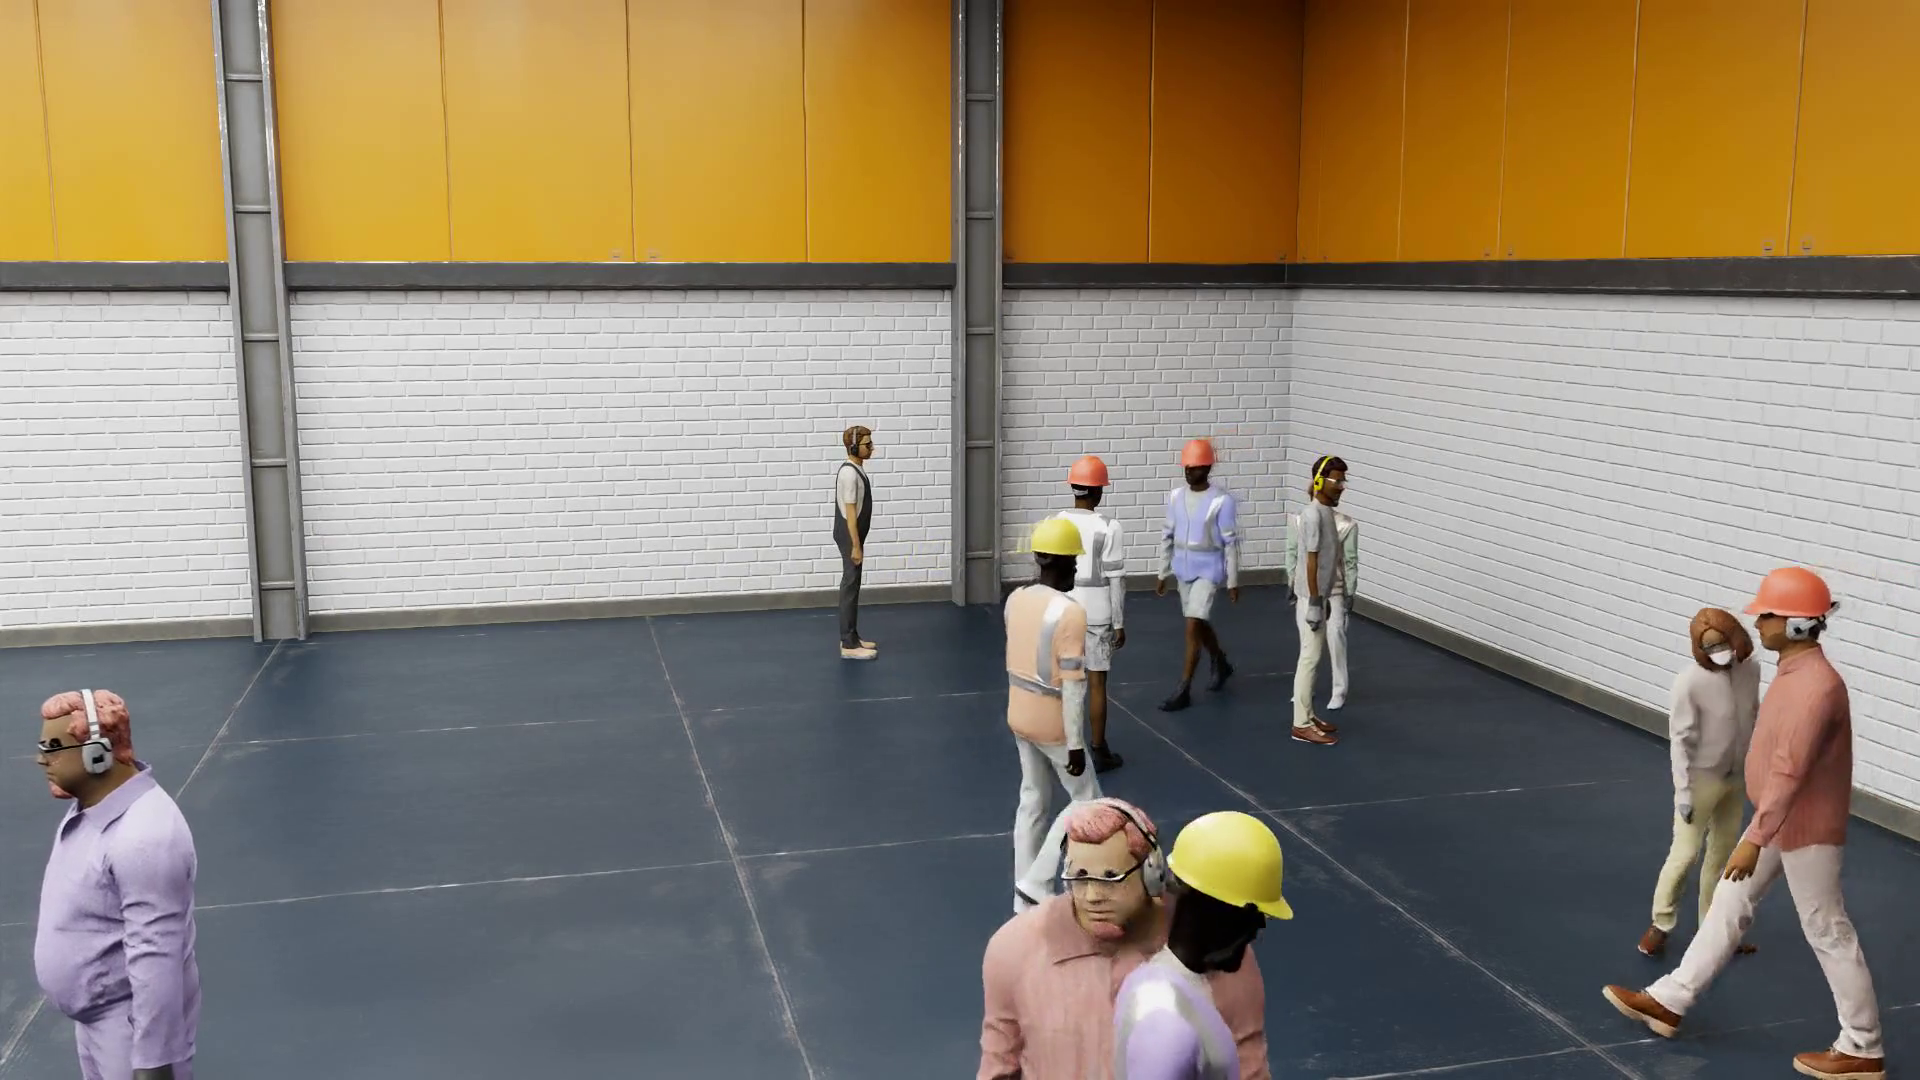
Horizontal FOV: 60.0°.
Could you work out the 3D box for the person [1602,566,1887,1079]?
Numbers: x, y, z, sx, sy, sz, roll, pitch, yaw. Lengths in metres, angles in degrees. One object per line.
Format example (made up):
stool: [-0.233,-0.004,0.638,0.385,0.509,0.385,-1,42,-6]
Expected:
person: [3.052,1.065,6.296,1.019,1.938,0.612,2,9,15]

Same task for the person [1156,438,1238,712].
person: [1.722,0.211,11.786,0.568,1.904,0.958,8,12,43]

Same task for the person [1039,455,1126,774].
person: [0.764,0.450,10.155,0.551,1.934,0.372,5,10,28]

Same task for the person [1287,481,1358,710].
person: [2.536,0.362,11.651,0.520,1.633,0.314,7,11,36]

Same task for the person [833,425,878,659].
person: [-0.826,0.012,13.174,0.351,1.847,0.507,0,9,-1]

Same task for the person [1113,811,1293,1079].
person: [0.395,1.511,3.750,0.888,1.879,0.611,1,9,8]

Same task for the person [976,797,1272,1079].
person: [0.367,1.509,3.712,0.679,1.888,0.600,0,9,2]

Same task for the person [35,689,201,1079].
person: [-2.366,1.347,4.689,0.399,1.900,0.658,-8,12,-40]

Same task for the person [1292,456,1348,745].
person: [2.343,0.380,10.830,0.329,1.863,0.513,3,10,18]

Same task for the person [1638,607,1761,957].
person: [3.303,1.072,7.323,0.596,1.602,0.352,-5,10,-27]

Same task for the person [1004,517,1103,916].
person: [0.424,0.844,7.780,0.425,1.907,0.612,-6,11,-31]
